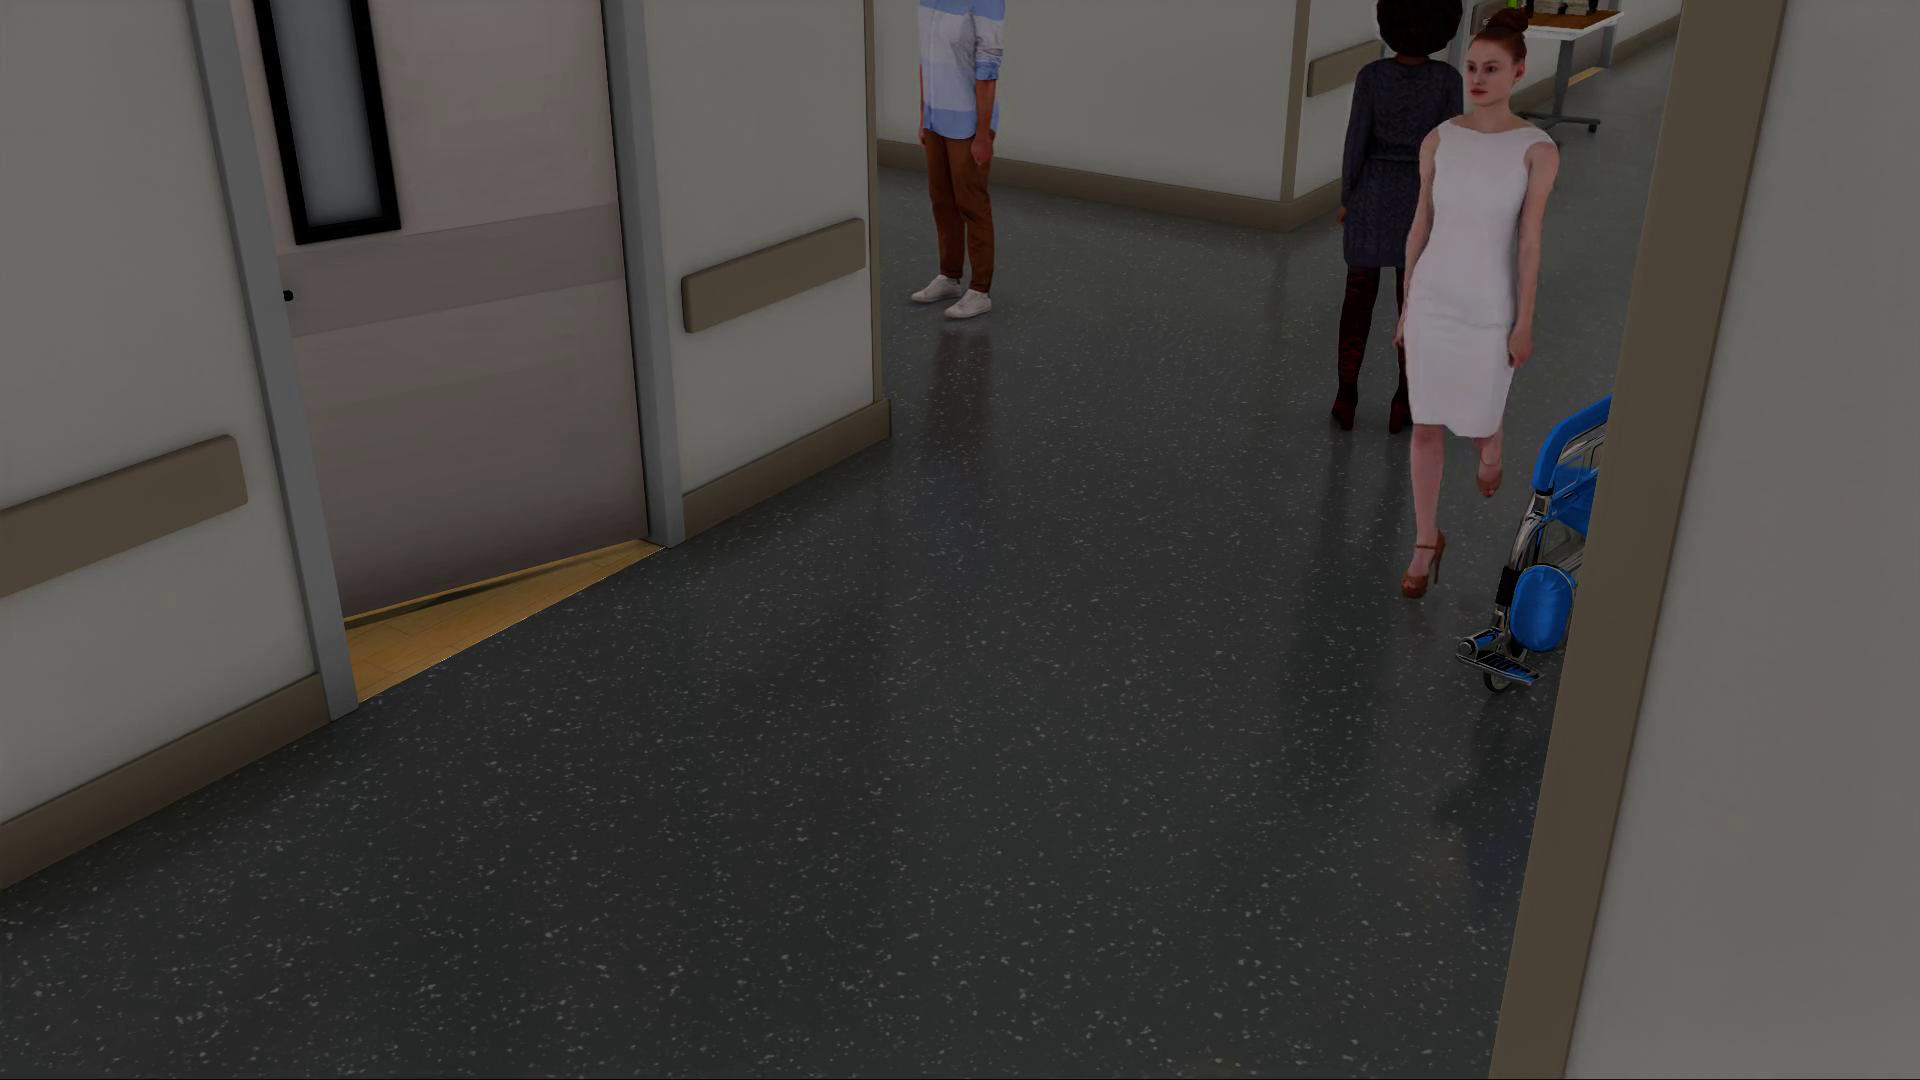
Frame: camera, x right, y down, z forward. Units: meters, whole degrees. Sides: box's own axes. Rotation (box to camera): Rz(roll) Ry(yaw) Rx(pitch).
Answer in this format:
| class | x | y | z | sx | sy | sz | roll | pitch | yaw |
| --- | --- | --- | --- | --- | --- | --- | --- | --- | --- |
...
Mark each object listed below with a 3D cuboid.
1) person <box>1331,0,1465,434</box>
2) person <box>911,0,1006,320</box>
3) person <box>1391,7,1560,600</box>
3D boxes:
| class | x | y | z | sx | sy | sz | roll | pitch | yaw |
| --- | --- | --- | --- | --- | --- | --- | --- | --- | --- |
| person | 1.647 | -1.243 | 6.294 | 0.651 | 1.710 | 0.619 | 7 | 27 | 15 |
| person | -0.004 | -1.955 | 7.639 | 0.691 | 1.823 | 0.744 | -18 | 31 | -33 |
| person | 1.574 | -0.678 | 5.047 | 0.580 | 1.775 | 0.866 | 18 | 31 | 32 |
